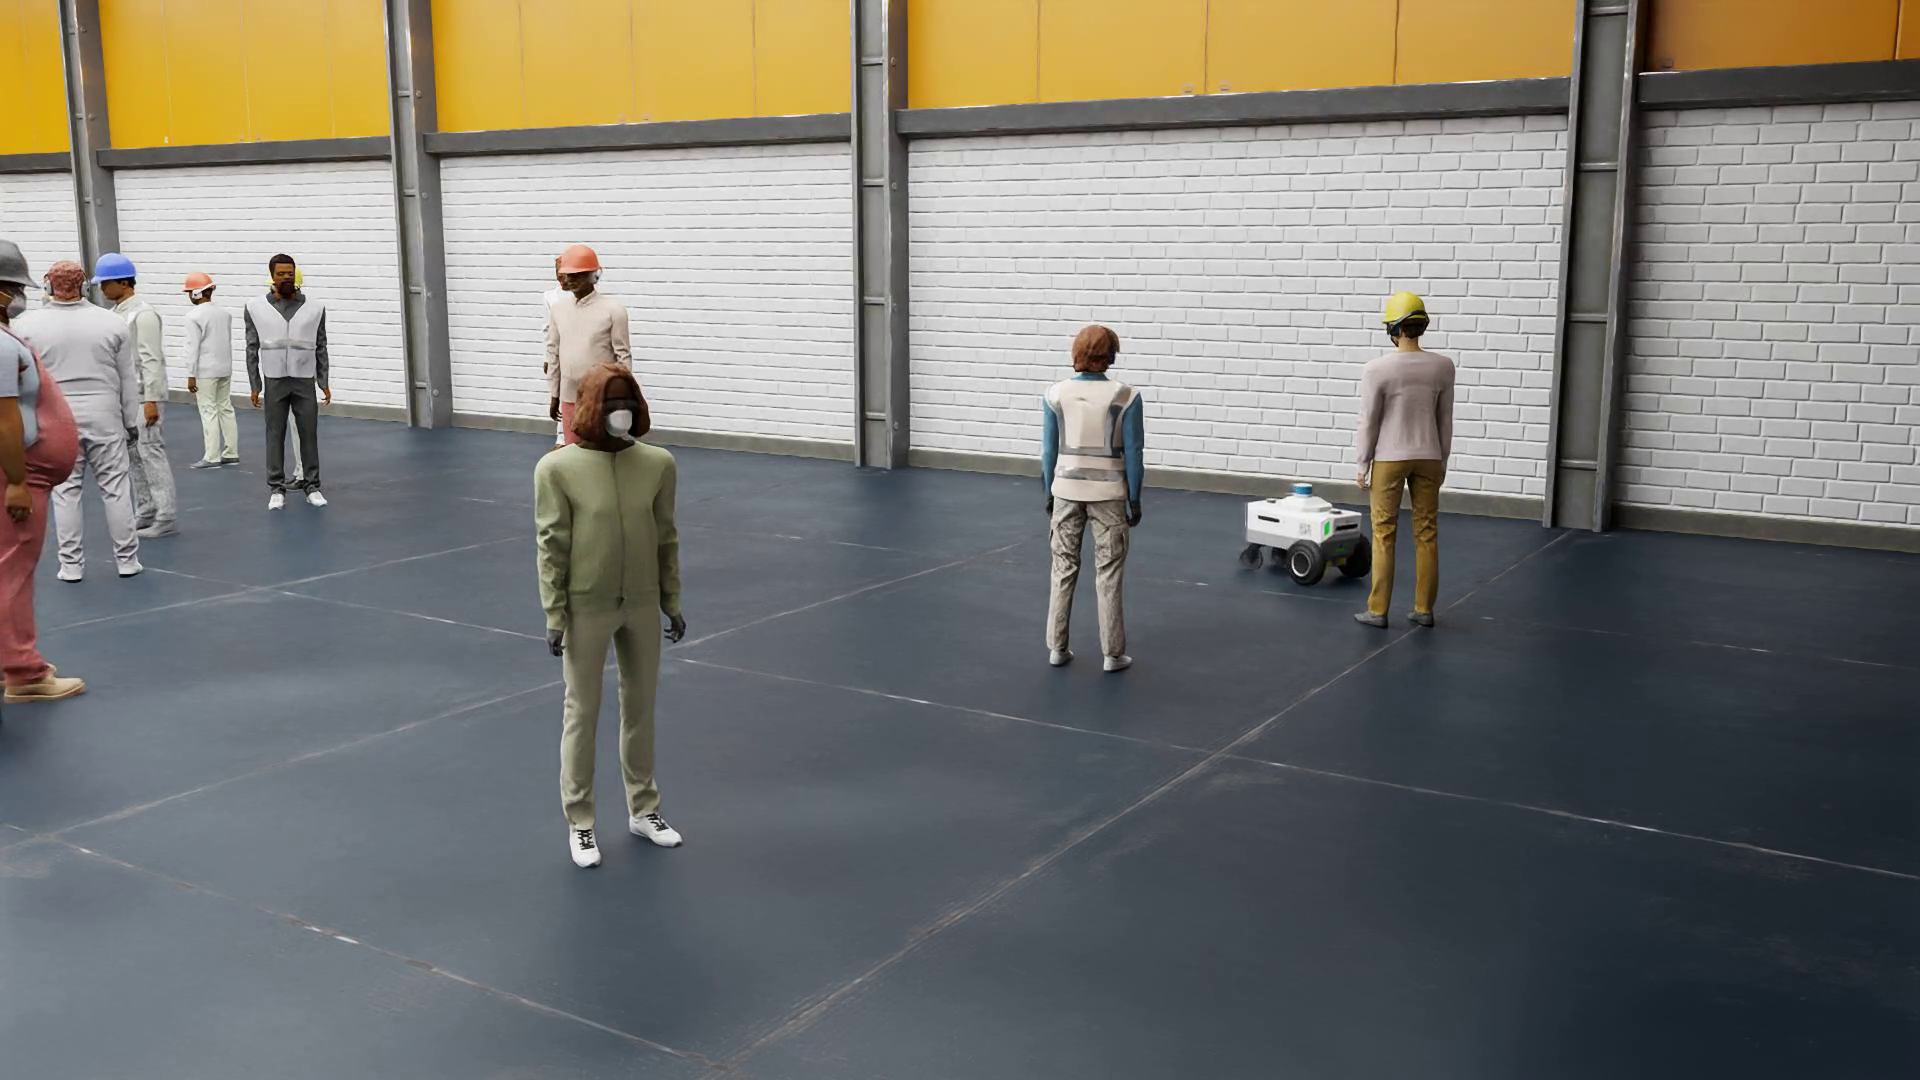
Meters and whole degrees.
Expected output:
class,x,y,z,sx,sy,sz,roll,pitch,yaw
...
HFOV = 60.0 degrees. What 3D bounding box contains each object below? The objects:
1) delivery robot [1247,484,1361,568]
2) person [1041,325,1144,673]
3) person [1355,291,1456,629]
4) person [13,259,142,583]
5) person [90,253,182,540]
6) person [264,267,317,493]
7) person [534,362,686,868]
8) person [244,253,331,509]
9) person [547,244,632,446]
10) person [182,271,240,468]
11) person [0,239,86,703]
class,x,y,z,sx,sy,sz,roll,pitch,yaw
delivery robot,2.065,-0.096,10.021,0.477,0.478,0.707,-7,12,-34
person,0.617,-0.192,7.841,0.512,1.630,0.315,5,11,25
person,2.309,-0.409,8.687,0.524,1.761,0.338,-2,10,-9
person,-5.220,-0.701,9.882,0.637,1.911,0.403,-6,12,-28
person,-5.622,-0.975,11.332,0.622,1.932,0.419,8,13,39
person,-5.392,-1.306,13.430,0.404,1.837,0.592,-4,11,-23
person,-1.135,0.235,5.451,0.500,1.636,0.286,-8,13,-37
person,-5.090,-1.202,12.621,0.593,1.921,0.388,-6,12,-29
person,-2.505,-0.975,11.166,0.622,1.990,0.398,4,11,20
person,-6.707,-1.512,14.828,0.350,1.744,0.566,2,10,12
person,-4.204,-0.316,7.379,0.536,2.000,0.682,-9,14,-41
